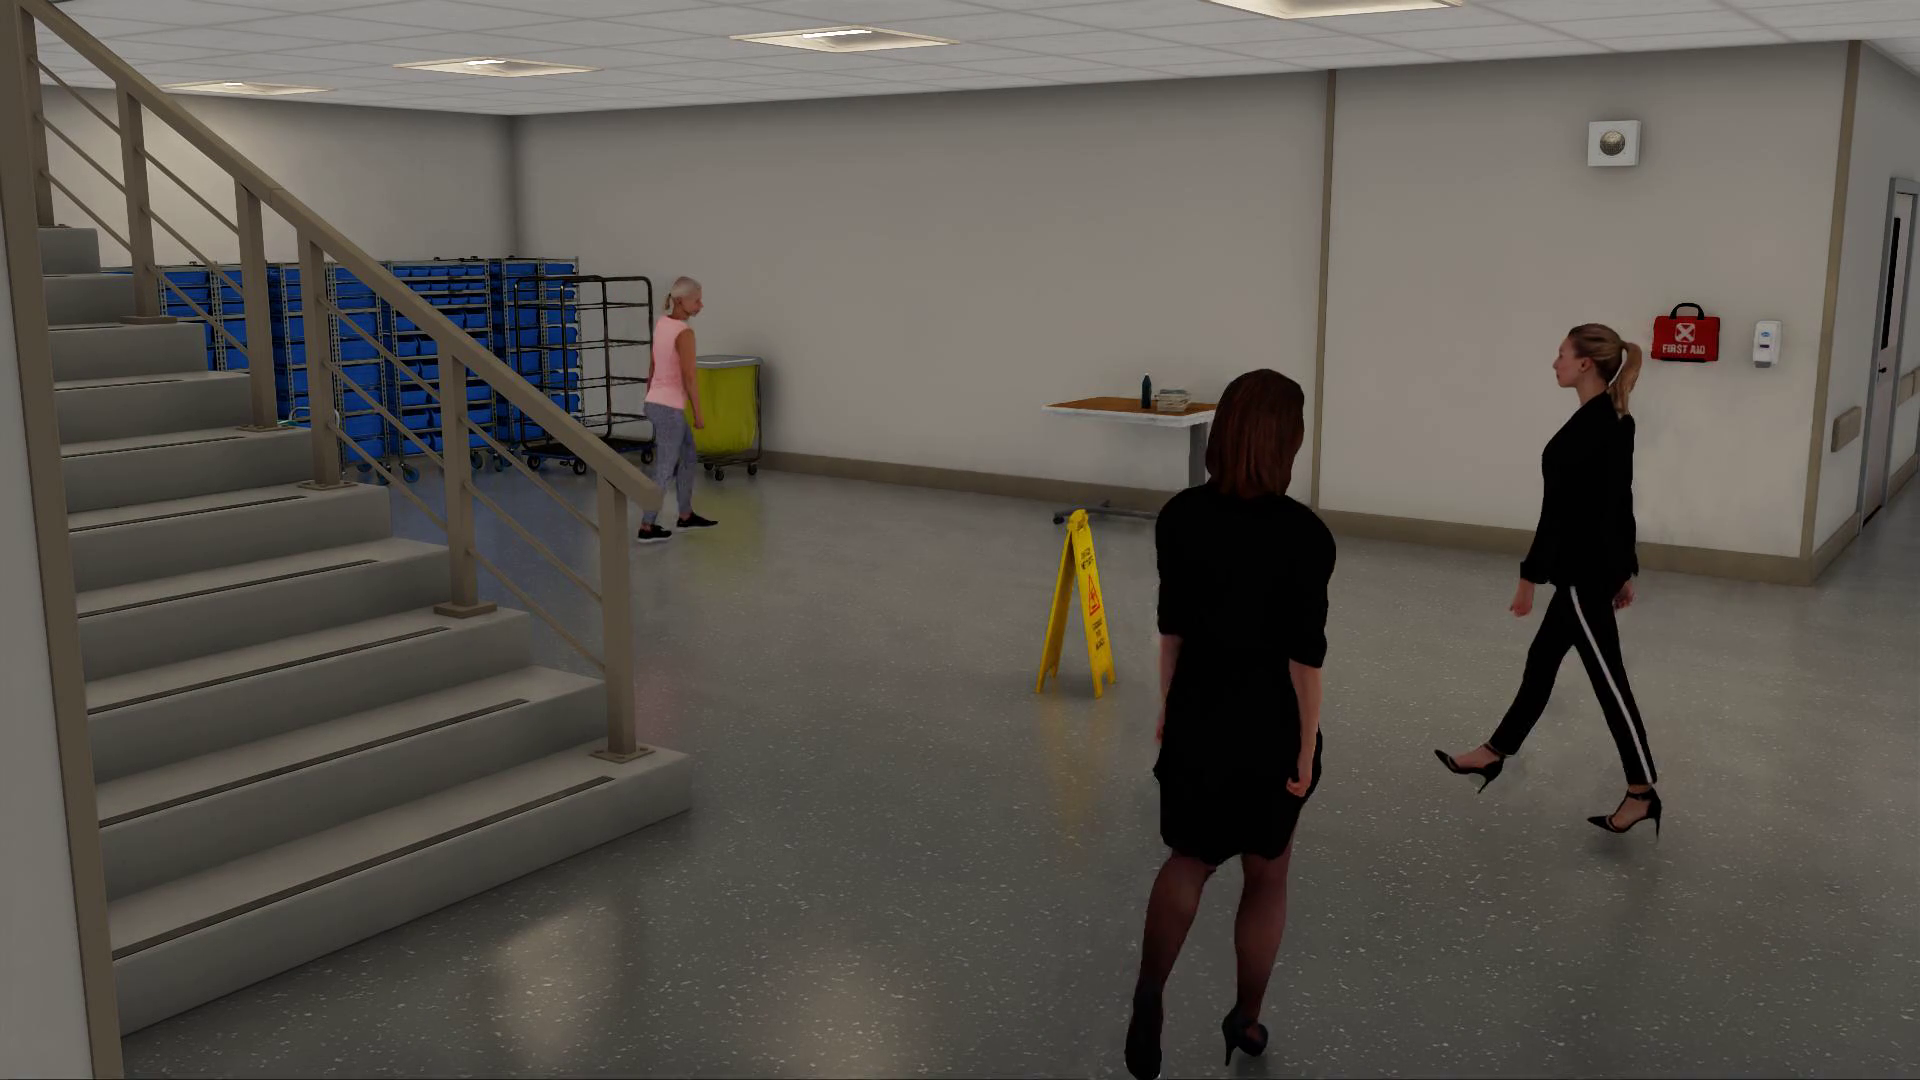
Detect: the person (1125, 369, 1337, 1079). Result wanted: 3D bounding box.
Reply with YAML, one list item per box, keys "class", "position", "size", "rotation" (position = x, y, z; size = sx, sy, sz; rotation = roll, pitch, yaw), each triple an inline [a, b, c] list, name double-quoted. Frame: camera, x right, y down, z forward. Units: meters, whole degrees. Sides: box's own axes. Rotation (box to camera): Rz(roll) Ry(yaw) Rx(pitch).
- class: "person"
  position: [0.588, 0.473, 3.770]
  size: [0.818, 1.691, 0.676]
  rotation: [7, 13, 31]

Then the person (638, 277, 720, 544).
- class: "person"
  position: [-1.896, -0.804, 10.537]
  size: [0.875, 1.678, 0.857]
  rotation: [-9, 14, -40]

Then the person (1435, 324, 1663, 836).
- class: "person"
  position: [2.130, 0.173, 5.415]
  size: [0.995, 1.668, 0.652]
  rotation: [8, 13, 36]
